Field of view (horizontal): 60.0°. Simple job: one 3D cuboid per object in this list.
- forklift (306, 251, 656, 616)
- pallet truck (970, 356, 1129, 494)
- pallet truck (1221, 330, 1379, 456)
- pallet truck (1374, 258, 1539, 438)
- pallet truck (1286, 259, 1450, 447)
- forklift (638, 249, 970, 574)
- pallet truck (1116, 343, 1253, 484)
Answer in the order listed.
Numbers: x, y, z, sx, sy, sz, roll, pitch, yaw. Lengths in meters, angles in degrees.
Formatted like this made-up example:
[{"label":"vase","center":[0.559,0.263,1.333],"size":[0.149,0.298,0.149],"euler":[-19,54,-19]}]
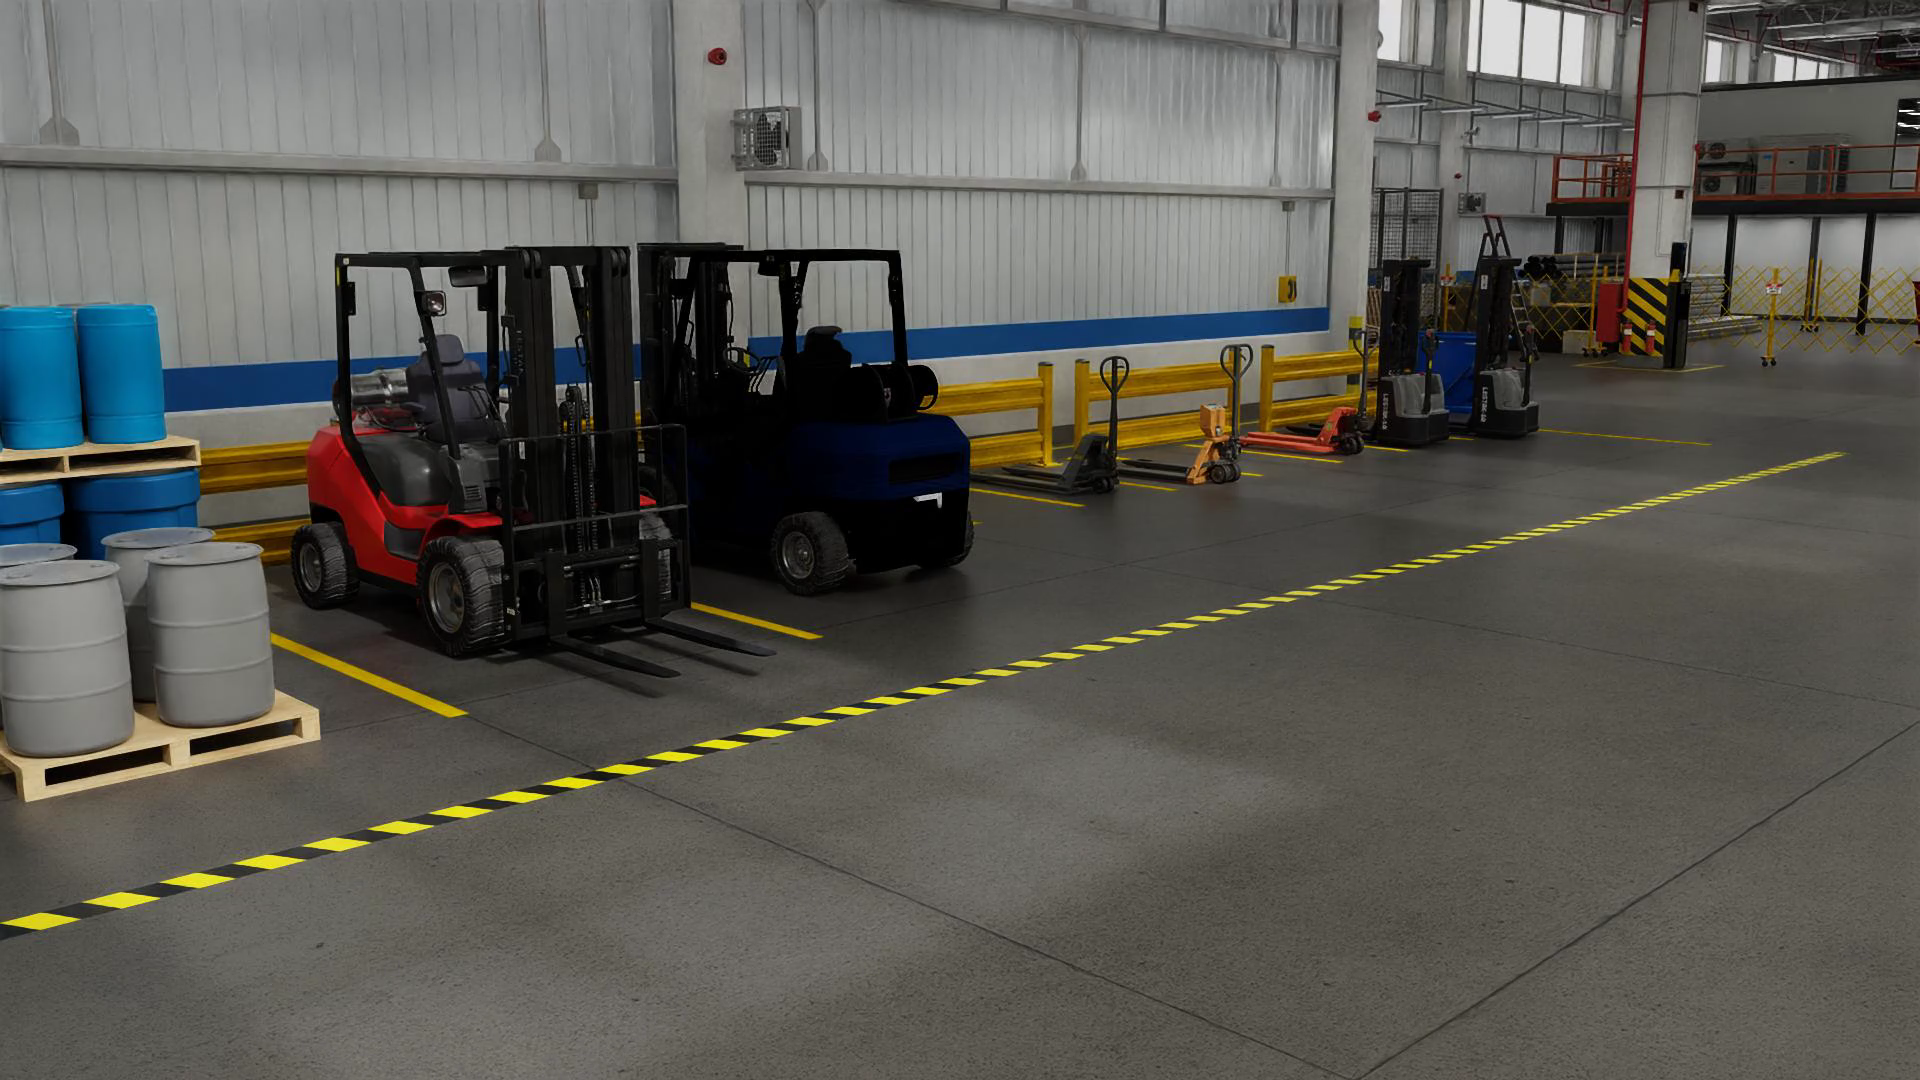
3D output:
[{"label":"forklift","center":[-2.833,-0.669,9.694],"size":[1.157,1.987,2.680],"euler":[-10,14,-44]},{"label":"pallet truck","center":[0.784,-1.085,14.876],"size":[0.680,1.201,1.601],"euler":[-10,14,-44]},{"label":"pallet truck","center":[3.563,-1.581,17.381],"size":[0.653,1.274,1.630],"euler":[-10,14,-44]},{"label":"pallet truck","center":[5.704,-2.208,18.901],"size":[1.885,1.965,0.823],"euler":[10,14,43]},{"label":"pallet truck","center":[4.493,-2.078,18.196],"size":[0.823,1.965,1.885],"euler":[-9,14,-40]},{"label":"forklift","center":[-1.173,-0.958,11.239],"size":[2.680,1.987,1.157],"euler":[10,14,43]},{"label":"pallet truck","center":[1.962,-1.215,15.415],"size":[1.522,1.261,0.704],"euler":[10,14,43]}]
